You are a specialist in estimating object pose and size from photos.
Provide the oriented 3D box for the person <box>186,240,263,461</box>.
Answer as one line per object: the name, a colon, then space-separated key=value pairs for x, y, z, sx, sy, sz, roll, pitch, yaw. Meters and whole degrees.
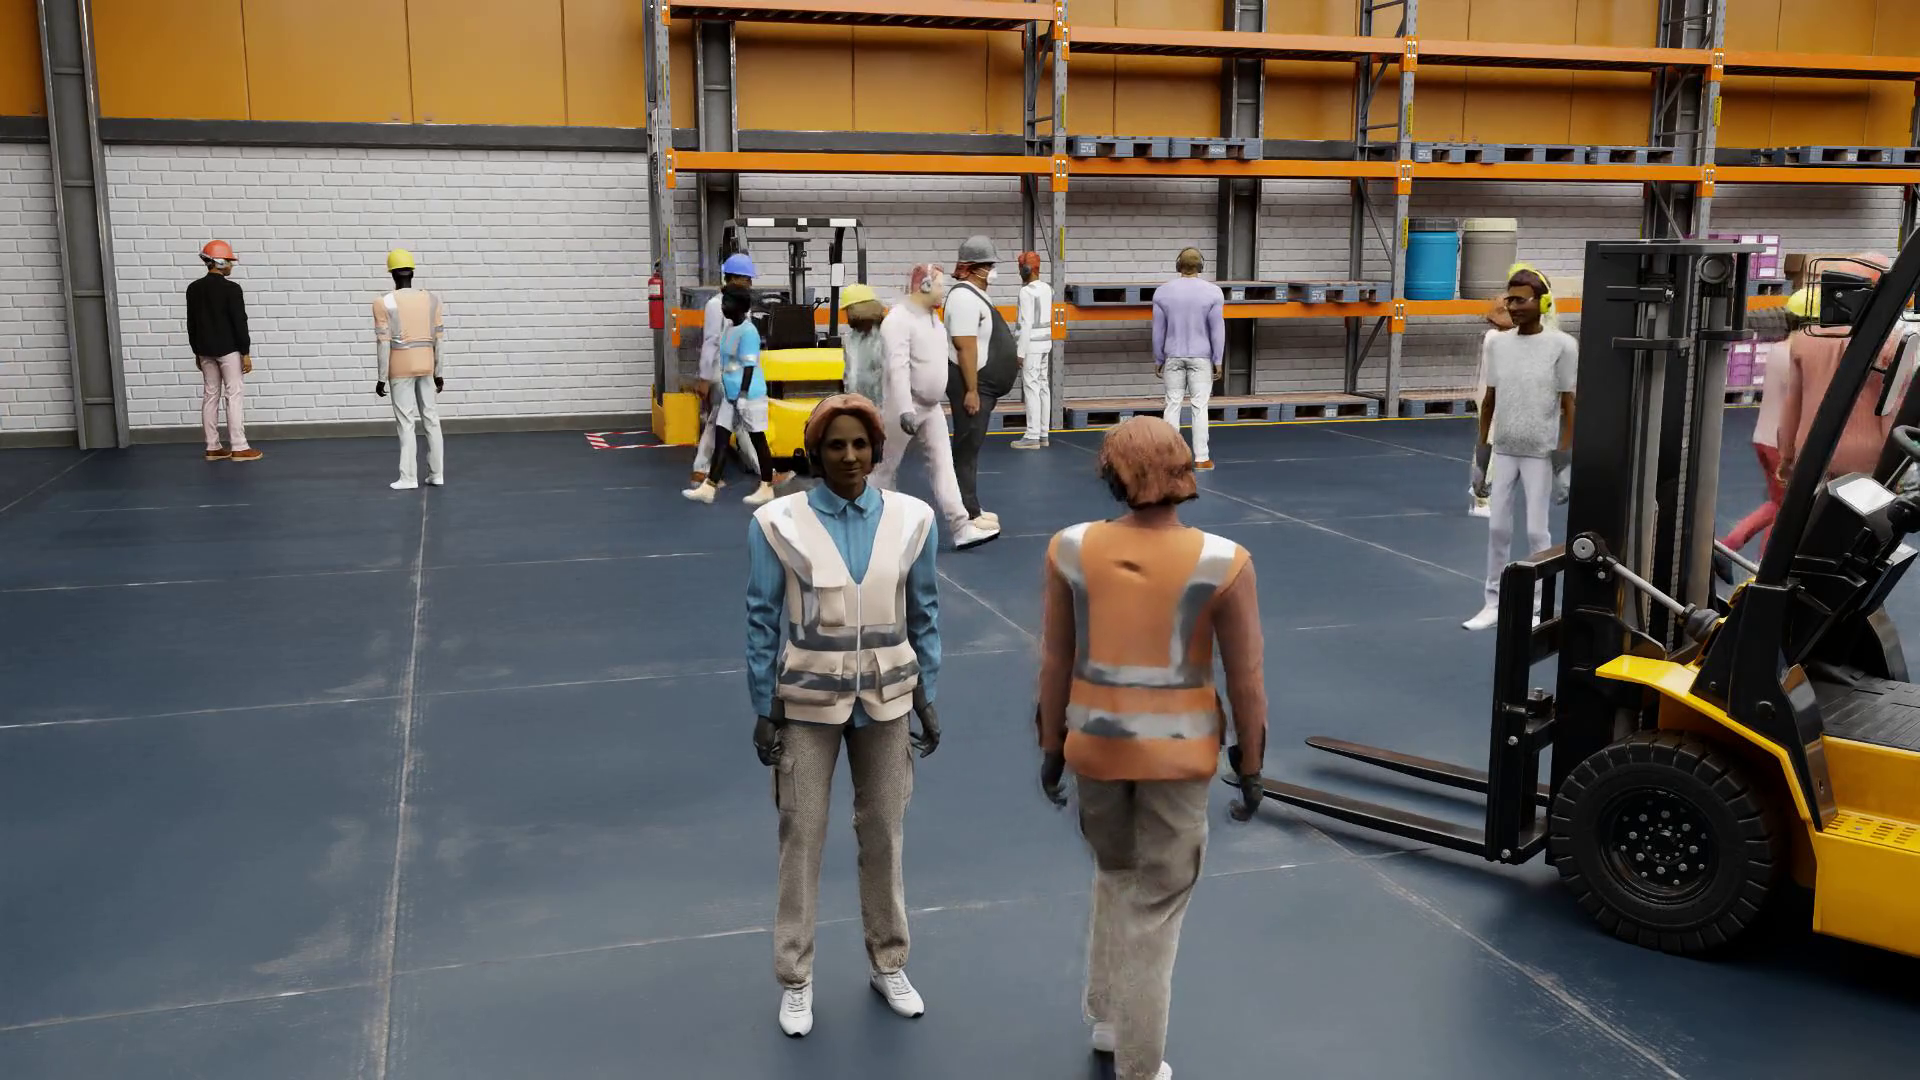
person: x=-6.674 y=-1.706 z=15.060 sx=0.623 sy=1.989 sz=0.391 roll=3 pitch=11 yaw=18

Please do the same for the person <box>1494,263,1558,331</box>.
person: x=5.649 y=-1.870 z=16.606 sx=0.653 sy=1.767 sz=0.931 roll=9 pitch=13 yaw=40

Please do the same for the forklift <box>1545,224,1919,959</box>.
forklift: x=2.909 y=0.117 z=4.508 sx=2.313 sy=2.155 sz=1.214 roll=9 pitch=14 yaw=40

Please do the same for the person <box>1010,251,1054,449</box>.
person: x=0.693 y=-1.814 z=15.950 sx=0.356 sy=1.883 sz=0.572 roll=5 pitch=12 yaw=27

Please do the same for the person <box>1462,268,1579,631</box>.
person: x=2.853 y=-0.429 z=8.402 sx=0.311 sy=1.868 sz=0.551 roll=-10 pitch=14 yaw=-44

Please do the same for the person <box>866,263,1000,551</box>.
person: x=-0.255 y=-0.831 z=10.640 sx=0.990 sy=1.846 sz=0.737 roll=7 pitch=12 yaw=34

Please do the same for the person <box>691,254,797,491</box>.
person: x=-1.763 y=-1.320 z=13.237 sx=1.004 sy=1.878 sz=0.633 roll=3 pitch=11 yaw=15

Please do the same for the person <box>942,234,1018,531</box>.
person: x=0.135 y=-1.085 z=11.518 sx=0.536 sy=2.000 sz=0.681 roll=1 pitch=10 yaw=3

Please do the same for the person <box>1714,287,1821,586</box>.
person: x=4.510 y=-0.515 z=9.162 sx=0.476 sy=1.750 sz=0.548 roll=1 pitch=10 yaw=4

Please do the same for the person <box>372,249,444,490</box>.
person: x=-4.421 y=-1.360 z=13.345 sx=0.381 sy=1.923 sz=0.591 roll=9 pitch=14 yaw=42

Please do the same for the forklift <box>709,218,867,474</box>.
forklift: x=-1.522 y=-1.778 z=14.899 sx=1.214 sy=2.155 sz=2.313 roll=-3 pitch=11 yaw=-17

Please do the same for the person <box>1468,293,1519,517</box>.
person: x=3.890 y=-0.955 z=11.968 sx=0.343 sy=1.624 sz=0.516 roll=8 pitch=13 yaw=36

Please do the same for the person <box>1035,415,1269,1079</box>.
person: x=0.458 y=0.514 z=3.897 sx=0.540 sy=1.612 sz=0.505 roll=5 pitch=11 yaw=25

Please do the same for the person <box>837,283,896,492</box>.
person: x=-0.567 y=-0.851 z=11.098 sx=0.506 sy=1.714 sz=0.432 roll=6 pitch=12 yaw=32

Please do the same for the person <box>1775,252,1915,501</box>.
person: x=4.209 y=-0.405 z=8.055 sx=0.892 sy=1.962 sz=0.628 roll=-7 pitch=13 yaw=-36

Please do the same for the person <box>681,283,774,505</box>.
person: x=-1.747 y=-1.074 z=12.455 sx=0.769 sy=1.663 sz=0.553 roll=-6 pitch=12 yaw=-30

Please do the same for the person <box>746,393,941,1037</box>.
person: x=-0.294 y=0.439 z=4.266 sx=0.514 sy=1.641 sz=0.308 roll=-4 pitch=11 yaw=-19

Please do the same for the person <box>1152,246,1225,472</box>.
person: x=1.972 y=-1.551 z=14.351 sx=0.636 sy=1.939 sz=0.364 roll=4 pitch=11 yaw=20

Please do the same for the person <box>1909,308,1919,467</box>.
person: x=8.304 y=-1.456 z=14.377 sx=0.808 sy=1.737 sz=0.531 roll=-4 pitch=11 yaw=-19

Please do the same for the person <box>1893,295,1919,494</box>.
person: x=7.078 y=-1.179 z=12.747 sx=0.926 sy=1.791 sz=0.598 roll=-3 pitch=11 yaw=-17
